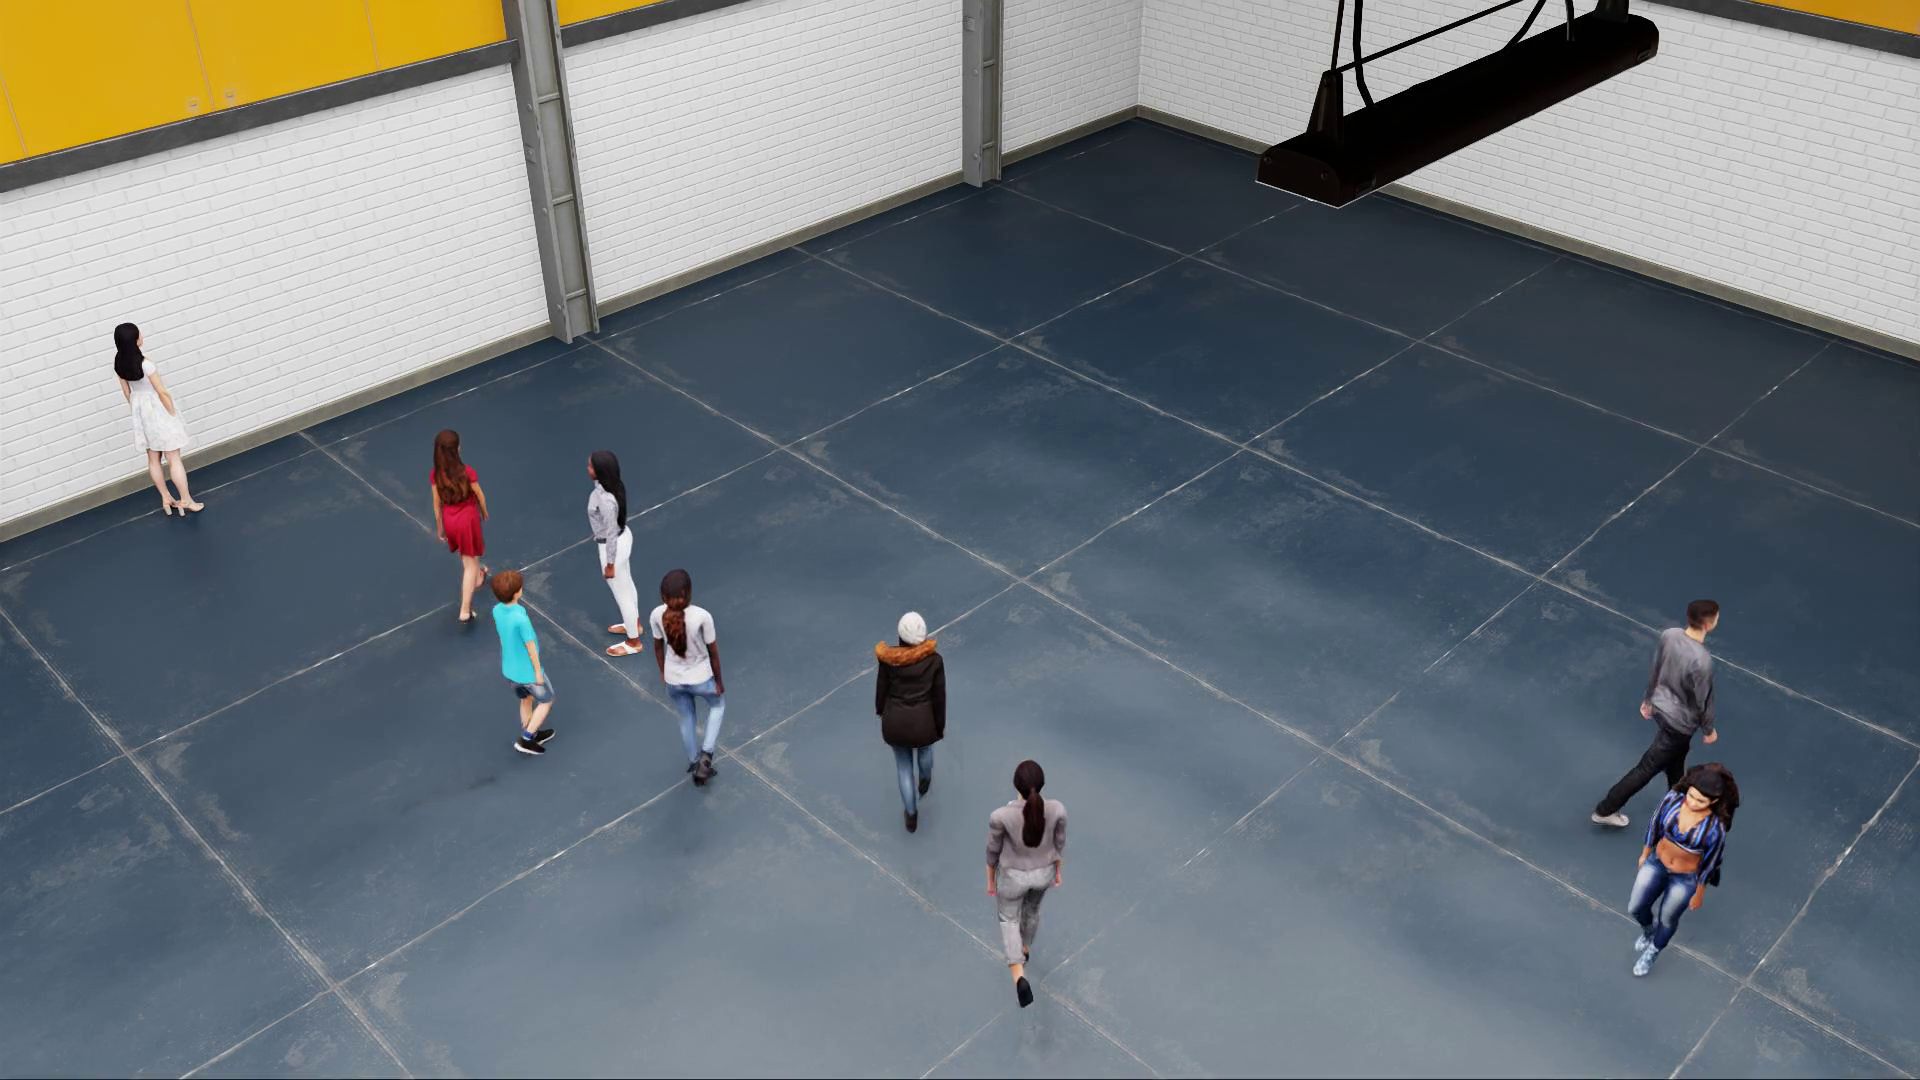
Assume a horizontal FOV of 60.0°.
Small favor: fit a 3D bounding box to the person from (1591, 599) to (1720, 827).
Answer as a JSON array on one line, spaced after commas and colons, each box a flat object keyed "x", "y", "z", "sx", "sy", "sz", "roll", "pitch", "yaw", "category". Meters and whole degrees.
[{"x": 4.512, "y": 1.161, "z": 10.662, "sx": 1.207, "sy": 1.722, "sz": 1.038, "roll": -6, "pitch": 34, "yaw": -9, "category": "person"}]

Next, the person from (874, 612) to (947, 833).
[{"x": -0.313, "y": 1.204, "z": 10.694, "sx": 0.886, "sy": 1.614, "sz": 0.927, "roll": -3, "pitch": 34, "yaw": -5, "category": "person"}]

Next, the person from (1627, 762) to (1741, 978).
[{"x": 4.186, "y": 1.893, "z": 9.661, "sx": 0.621, "sy": 1.611, "sz": 0.650, "roll": -25, "pitch": 41, "yaw": -33, "category": "person"}]

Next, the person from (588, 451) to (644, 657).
[{"x": -2.546, "y": 0.077, "z": 12.291, "sx": 0.713, "sy": 1.724, "sz": 0.667, "roll": -3, "pitch": 34, "yaw": -4, "category": "person"}]

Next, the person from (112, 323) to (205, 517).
[{"x": -6.714, "y": -1.001, "z": 13.867, "sx": 0.762, "sy": 1.775, "sz": 0.789, "roll": 10, "pitch": 35, "yaw": 14, "category": "person"}]

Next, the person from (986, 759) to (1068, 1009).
[{"x": 0.383, "y": 1.975, "z": 9.493, "sx": 0.979, "sy": 1.660, "sz": 0.981, "roll": -5, "pitch": 34, "yaw": -8, "category": "person"}]

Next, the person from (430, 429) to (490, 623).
[{"x": -3.812, "y": -0.086, "z": 12.721, "sx": 0.944, "sy": 1.518, "sz": 1.070, "roll": 3, "pitch": 34, "yaw": 4, "category": "person"}]

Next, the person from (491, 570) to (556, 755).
[{"x": -3.046, "y": 0.878, "z": 11.345, "sx": 0.574, "sy": 1.437, "sz": 0.620, "roll": 29, "pitch": 43, "yaw": 36, "category": "person"}]

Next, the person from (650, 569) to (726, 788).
[{"x": -1.793, "y": 0.964, "z": 10.962, "sx": 0.763, "sy": 1.717, "sz": 0.819, "roll": 4, "pitch": 34, "yaw": 6, "category": "person"}]
